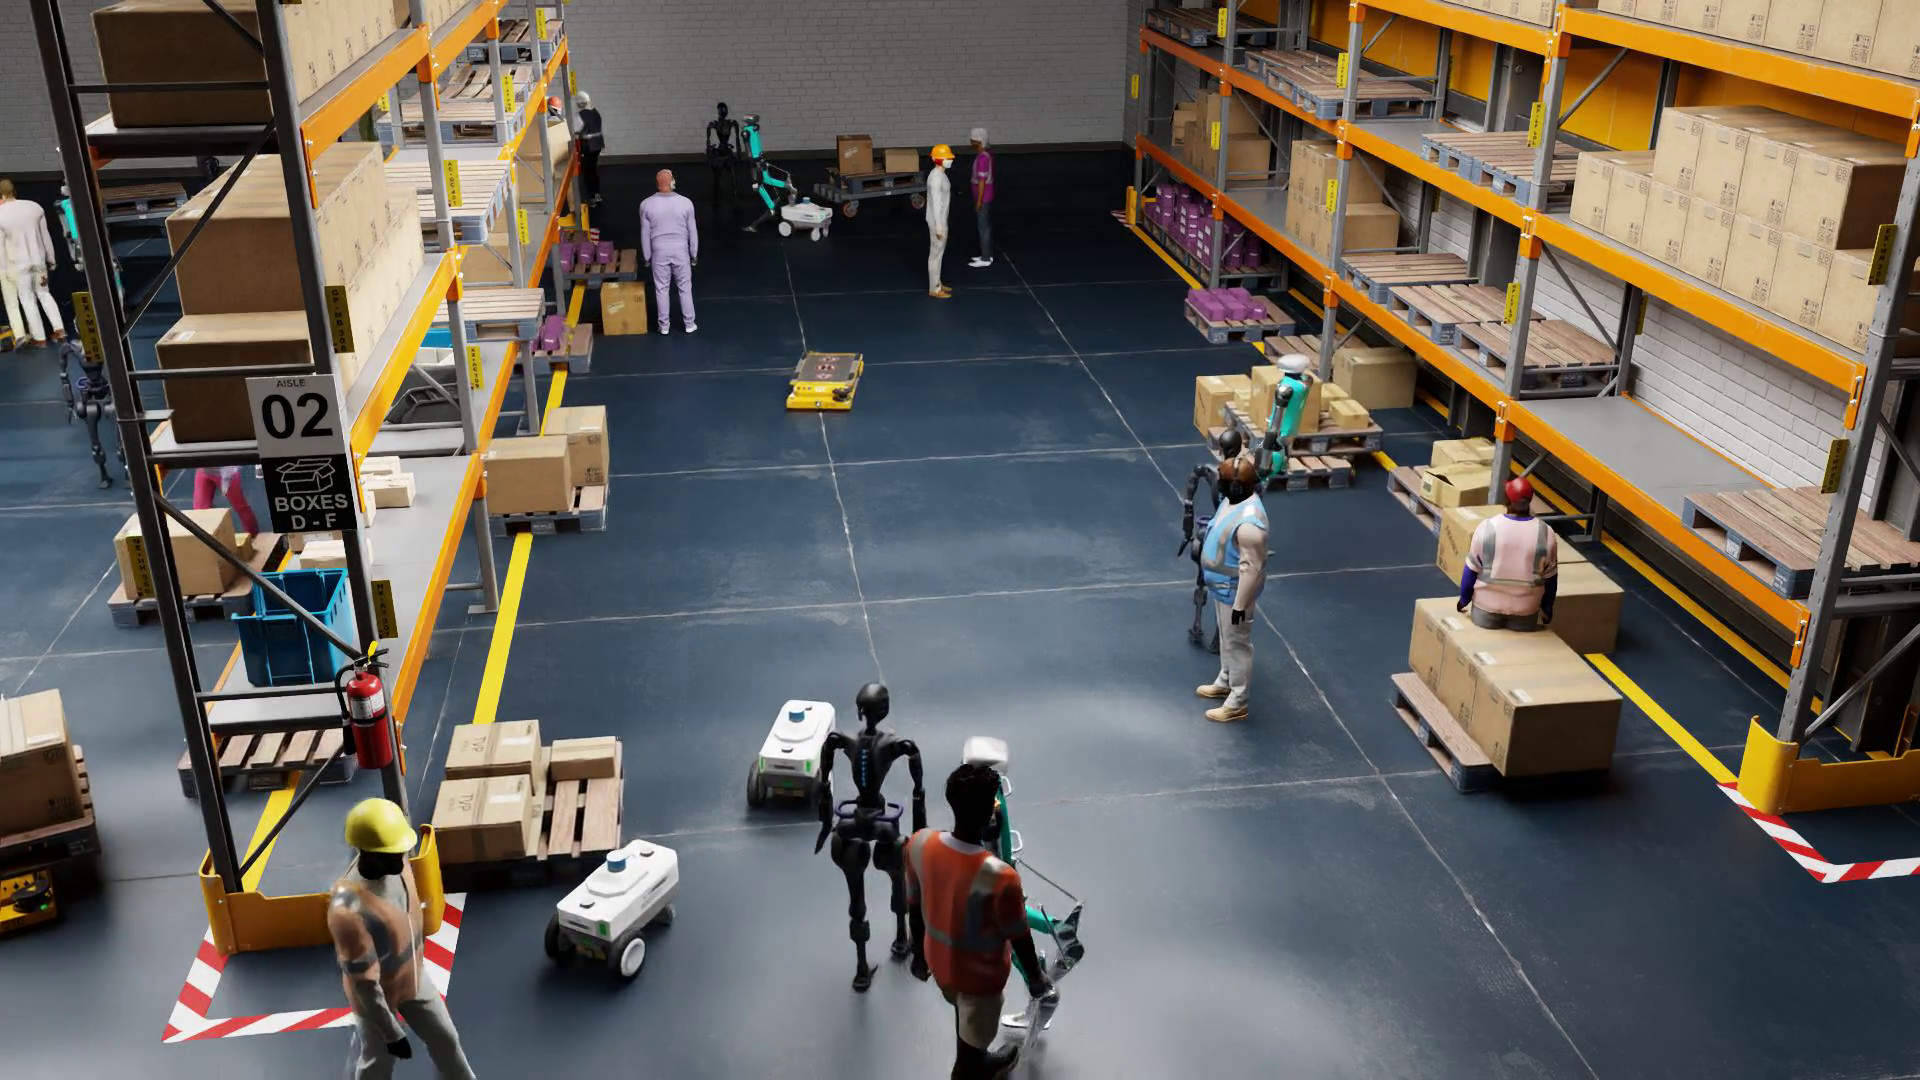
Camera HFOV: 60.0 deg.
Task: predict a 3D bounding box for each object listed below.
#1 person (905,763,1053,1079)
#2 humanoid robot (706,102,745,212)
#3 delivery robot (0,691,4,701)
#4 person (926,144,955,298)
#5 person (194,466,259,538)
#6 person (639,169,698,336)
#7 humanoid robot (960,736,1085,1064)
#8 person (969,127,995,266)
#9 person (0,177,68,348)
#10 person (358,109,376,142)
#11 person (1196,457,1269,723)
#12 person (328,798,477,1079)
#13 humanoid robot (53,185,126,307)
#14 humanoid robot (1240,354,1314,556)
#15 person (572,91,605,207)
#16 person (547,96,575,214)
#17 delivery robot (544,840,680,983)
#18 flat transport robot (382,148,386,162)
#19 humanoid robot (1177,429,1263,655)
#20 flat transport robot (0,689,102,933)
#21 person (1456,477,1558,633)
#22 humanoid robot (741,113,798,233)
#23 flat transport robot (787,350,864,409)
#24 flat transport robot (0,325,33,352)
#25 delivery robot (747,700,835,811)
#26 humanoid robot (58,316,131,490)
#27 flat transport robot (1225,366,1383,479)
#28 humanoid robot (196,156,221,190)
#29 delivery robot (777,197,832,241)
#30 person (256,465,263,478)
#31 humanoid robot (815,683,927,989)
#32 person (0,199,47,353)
[{"bbox_3d":[0.126,1.831,7.441,0.614,1.941,0.754,22,32,40],"label":"person"},{"bbox_3d":[-3.582,-5.810,25.219,0.608,1.628,0.768,-14,27,-28],"label":"humanoid robot"},{"bbox_3d":[-6.451,1.129,10.726,0.499,0.576,0.757,-14,27,-28],"label":"delivery robot"},{"bbox_3d":[-0.241,-3.982,20.729,0.373,1.894,0.584,1,24,3],"label":"person"},{"bbox_3d":[-5.936,-0.488,13.131,0.524,1.588,0.841,9,25,19],"label":"person"},{"bbox_3d":[-3.347,-3.314,19.196,0.650,1.903,0.405,-5,24,-10],"label":"person"},{"bbox_3d":[0.360,1.764,7.943,0.772,1.869,0.531,-3,24,-7],"label":"humanoid robot"},{"bbox_3d":[0.287,-4.569,22.153,0.347,1.836,0.534,2,24,5],"label":"person"},{"bbox_3d":[-10.501,-3.119,18.752,0.531,1.907,0.639,16,29,33],"label":"person"},{"bbox_3d":[-9.334,-6.307,26.366,0.541,1.612,0.508,-8,25,-17],"label":"person"},{"bbox_3d":[1.796,0.322,10.992,0.430,1.840,0.626,0,24,0],"label":"person"},{"bbox_3d":[-2.362,1.949,7.220,0.883,1.891,0.598,5,24,11],"label":"person"},{"bbox_3d":[-10.053,-3.339,19.477,0.530,1.766,0.838,1,24,3],"label":"humanoid robot"},{"bbox_3d":[2.329,-0.662,13.360,0.872,1.775,0.599,15,28,30],"label":"humanoid robot"},{"bbox_3d":[-5.724,-6.041,25.613,0.541,1.733,0.709,4,24,10],"label":"person"},{"bbox_3d":[-6.015,-5.756,24.942,0.563,1.752,0.338,2,24,5],"label":"person"},{"bbox_3d":[-1.844,1.957,8.883,0.525,0.610,0.781,11,26,24],"label":"delivery robot"},{"bbox_3d":[-9.219,-4.935,24.920,1.431,0.231,0.659,-1,24,-2],"label":"flat transport robot"},{"bbox_3d":[1.862,0.008,11.910,0.611,1.640,0.384,8,25,17],"label":"humanoid robot"},{"bbox_3d":[-5.598,1.823,9.524,0.659,0.231,1.431,-13,27,-27],"label":"flat transport robot"},{"bbox_3d":[3.577,0.409,10.901,0.608,1.753,0.420,6,24,12],"label":"person"},{"bbox_3d":[-2.660,-5.174,23.723,1.056,1.765,0.556,5,24,11],"label":"humanoid robot"},{"bbox_3d":[-1.408,-1.692,17.532,0.659,0.231,1.431,1,24,2],"label":"flat transport robot"},{"bbox_3d":[-11.127,-2.132,18.536,0.659,0.231,1.431,4,24,10],"label":"flat transport robot"},{"bbox_3d":[-1.009,1.320,10.324,0.499,0.601,0.788,3,24,8],"label":"delivery robot"},{"bbox_3d":[-7.632,-1.242,14.777,0.603,1.653,0.329,-7,25,-16],"label":"humanoid robot"},{"bbox_3d":[3.184,-0.909,15.748,0.659,0.231,1.431,-3,24,-7],"label":"flat transport robot"},{"bbox_3d":[-10.035,-4.642,22.500,0.396,1.654,0.589,-11,26,-23],"label":"humanoid robot"},{"bbox_3d":[-2.225,-4.596,23.817,0.786,0.614,0.499,10,26,22],"label":"delivery robot"},{"bbox_3d":[-6.301,-1.466,14.927,0.489,1.952,0.421,17,29,33],"label":"person"},{"bbox_3d":[-0.455,1.491,8.546,0.609,1.642,0.516,4,24,9],"label":"humanoid robot"},{"bbox_3d":[-10.636,-3.019,18.757,0.593,1.726,0.706,-15,28,-31],"label":"person"}]
